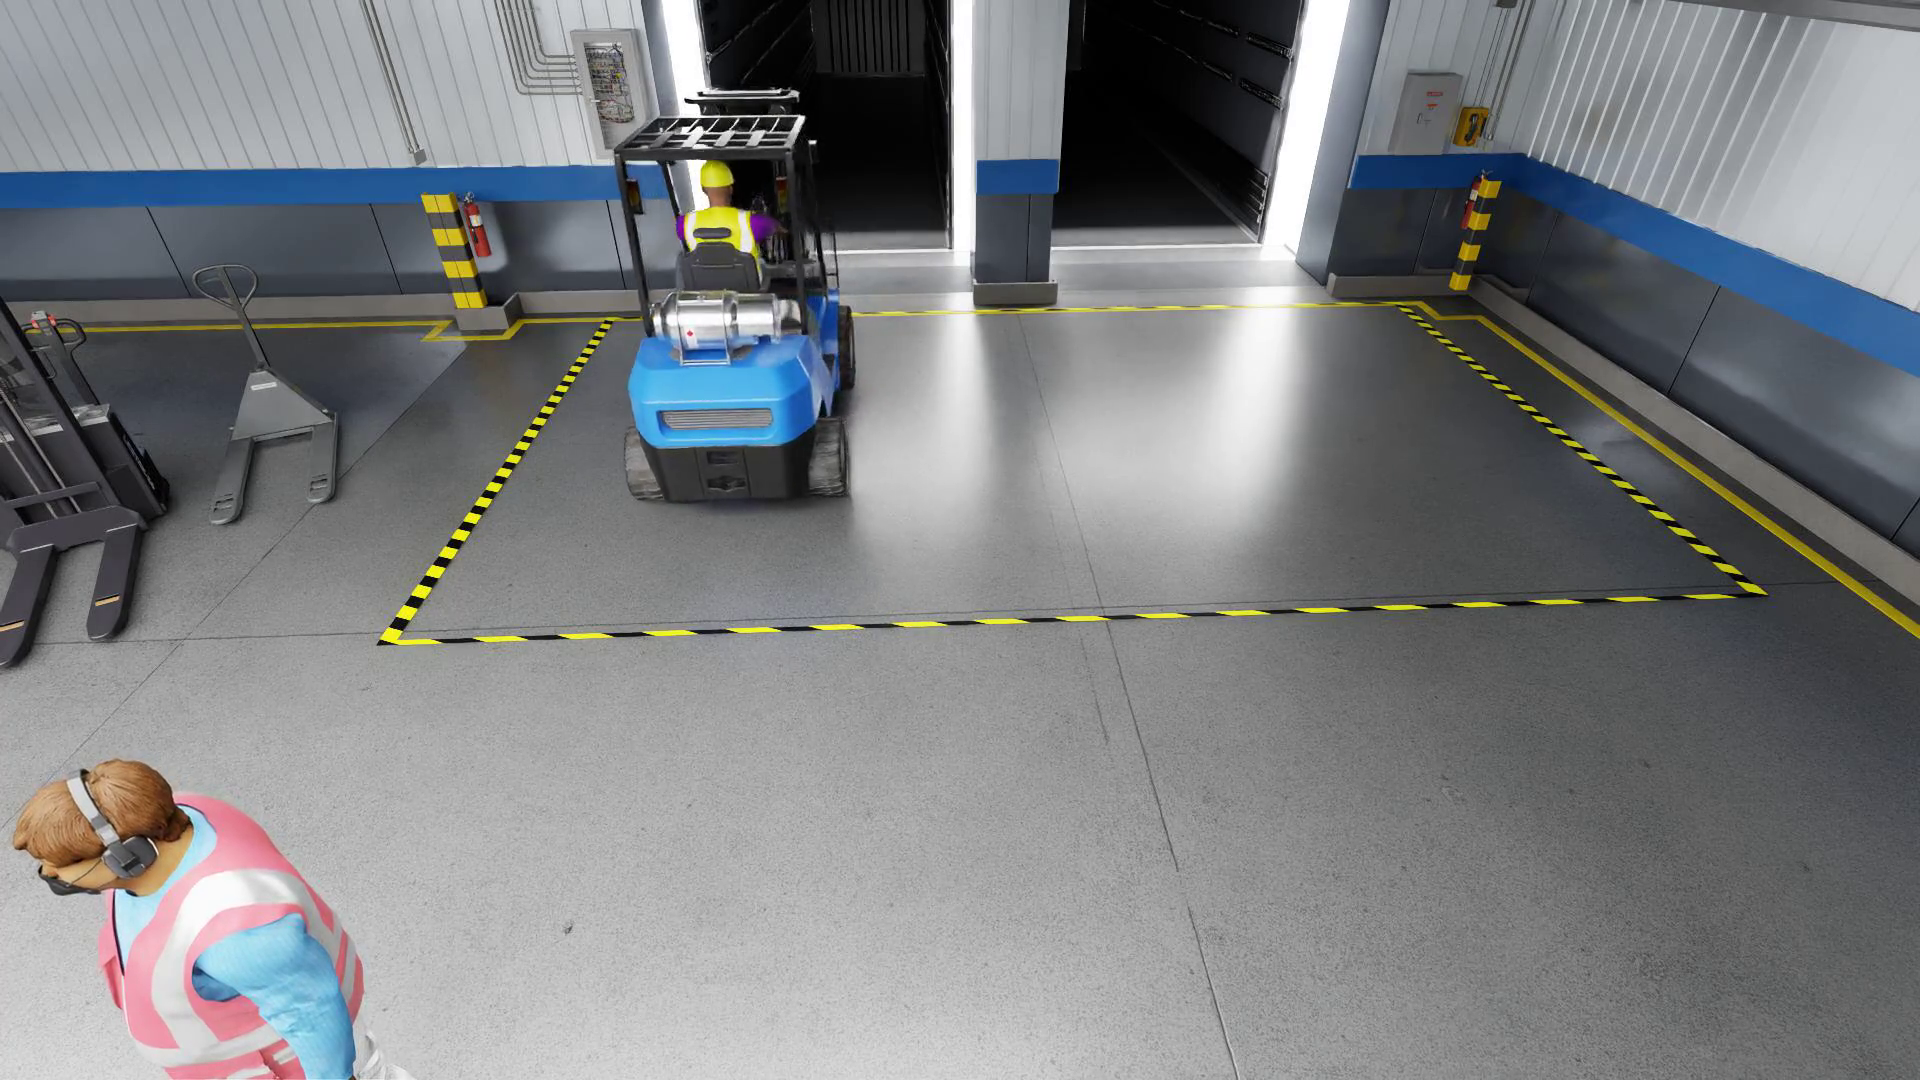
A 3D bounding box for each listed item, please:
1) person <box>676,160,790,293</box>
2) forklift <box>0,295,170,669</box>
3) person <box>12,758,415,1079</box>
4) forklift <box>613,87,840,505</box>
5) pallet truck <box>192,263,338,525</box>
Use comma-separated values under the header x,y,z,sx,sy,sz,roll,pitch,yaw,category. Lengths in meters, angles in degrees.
x,y,z,sx,sy,sz,roll,pitch,yaw,category
-1.479,-1.949,6.152,0.635,1.294,1.004,-2,35,-2,person
-5.212,-0.618,4.878,0.823,1.965,1.885,-20,39,-26,forklift
-1.761,1.231,2.357,0.632,1.841,0.429,23,41,29,person
-1.484,-1.761,6.210,1.157,2.036,2.680,-2,35,-2,forklift
-4.778,-1.027,6.128,0.680,1.201,1.601,-17,38,-23,pallet truck
